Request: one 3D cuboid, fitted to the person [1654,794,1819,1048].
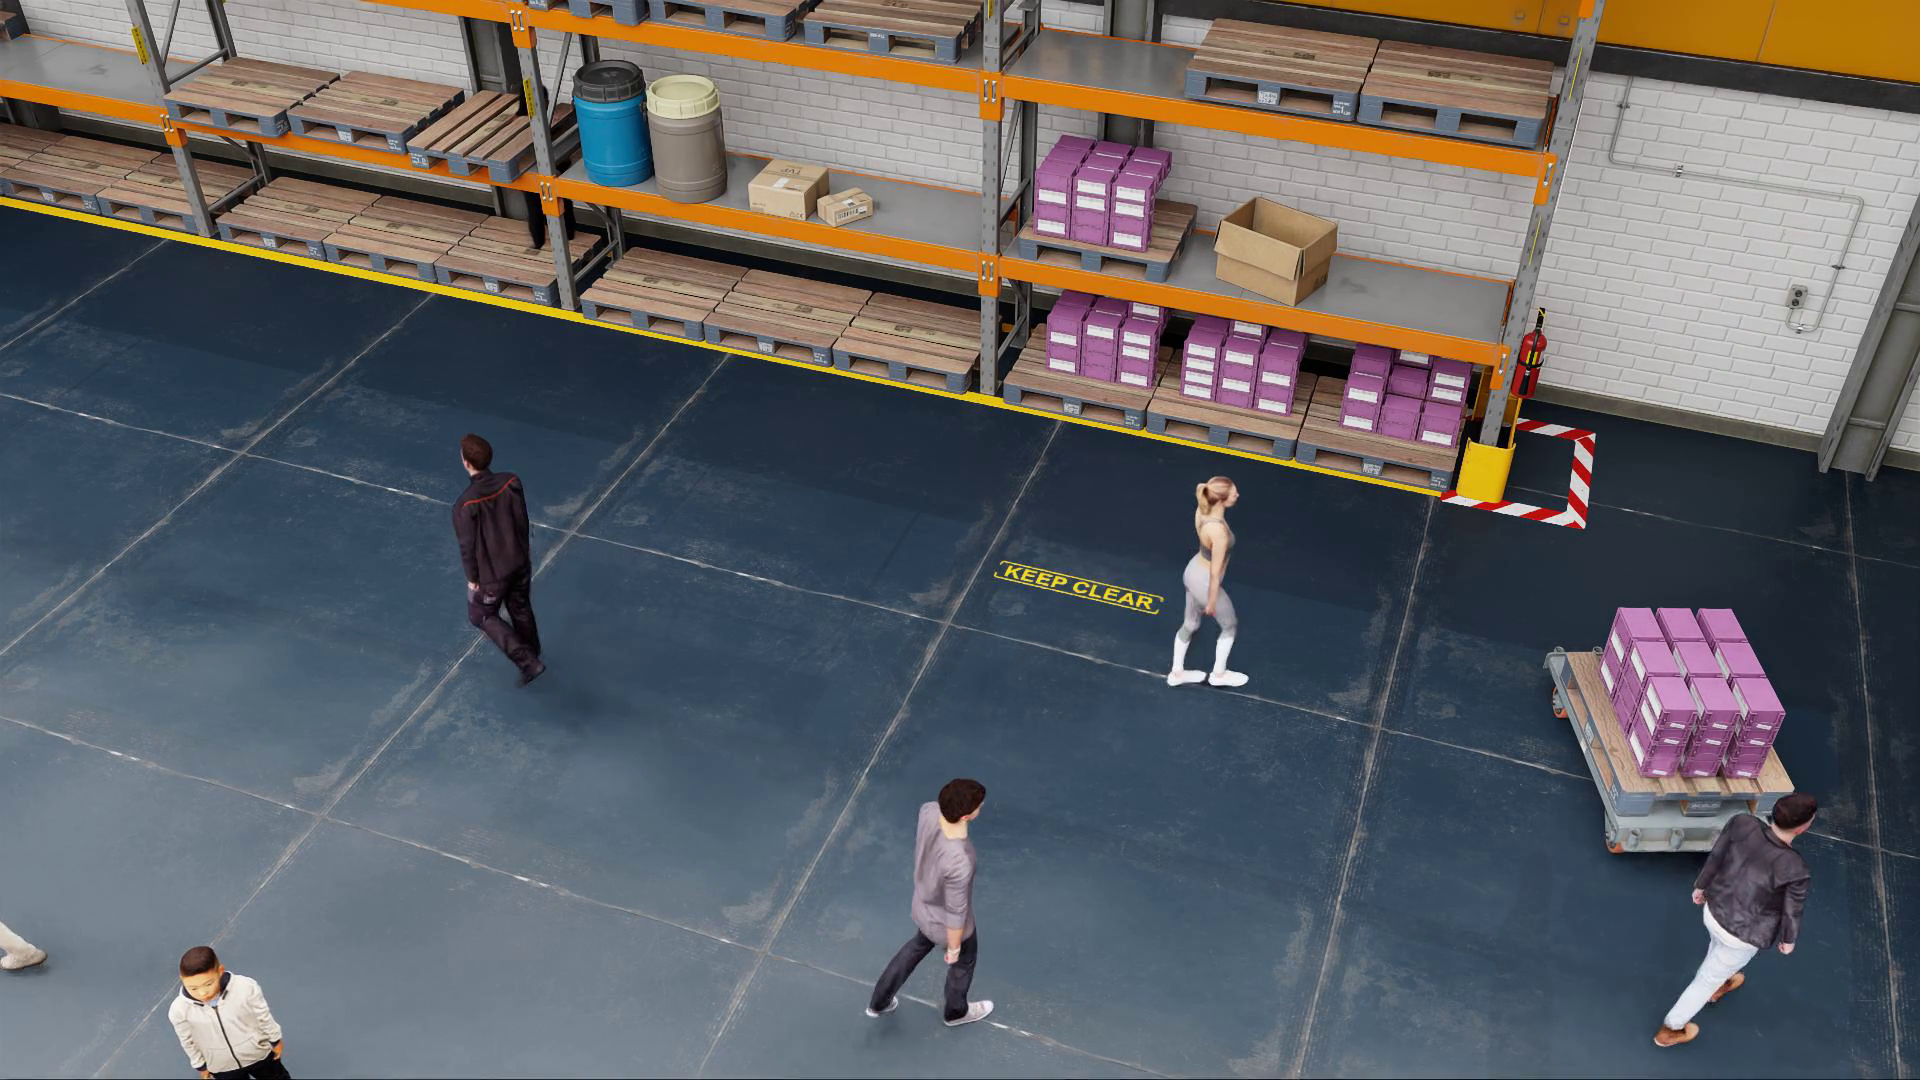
[{"bbox_3d":[3.881,1.967,8.468,1.075,1.812,1.000,-14,41,-17],"label":"person"}]

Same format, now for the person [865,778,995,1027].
[{"bbox_3d":[-0.159,1.913,8.528,1.065,1.820,1.005,-18,42,-21],"label":"person"}]

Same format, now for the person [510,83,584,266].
[{"bbox_3d":[-3.765,-3.328,15.096,0.770,1.814,0.831,-16,41,-19],"label":"person"}]

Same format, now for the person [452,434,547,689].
[{"bbox_3d":[-2.900,0.193,10.623,0.942,1.894,0.833,26,45,29],"label":"person"}]

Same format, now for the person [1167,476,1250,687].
[{"bbox_3d":[1.493,0.299,10.657,0.856,1.687,0.770,-10,40,-13],"label":"person"}]

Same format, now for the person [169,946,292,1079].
[{"bbox_3d":[-3.531,2.465,8.132,0.648,1.452,0.703,-17,42,-20],"label":"person"}]
